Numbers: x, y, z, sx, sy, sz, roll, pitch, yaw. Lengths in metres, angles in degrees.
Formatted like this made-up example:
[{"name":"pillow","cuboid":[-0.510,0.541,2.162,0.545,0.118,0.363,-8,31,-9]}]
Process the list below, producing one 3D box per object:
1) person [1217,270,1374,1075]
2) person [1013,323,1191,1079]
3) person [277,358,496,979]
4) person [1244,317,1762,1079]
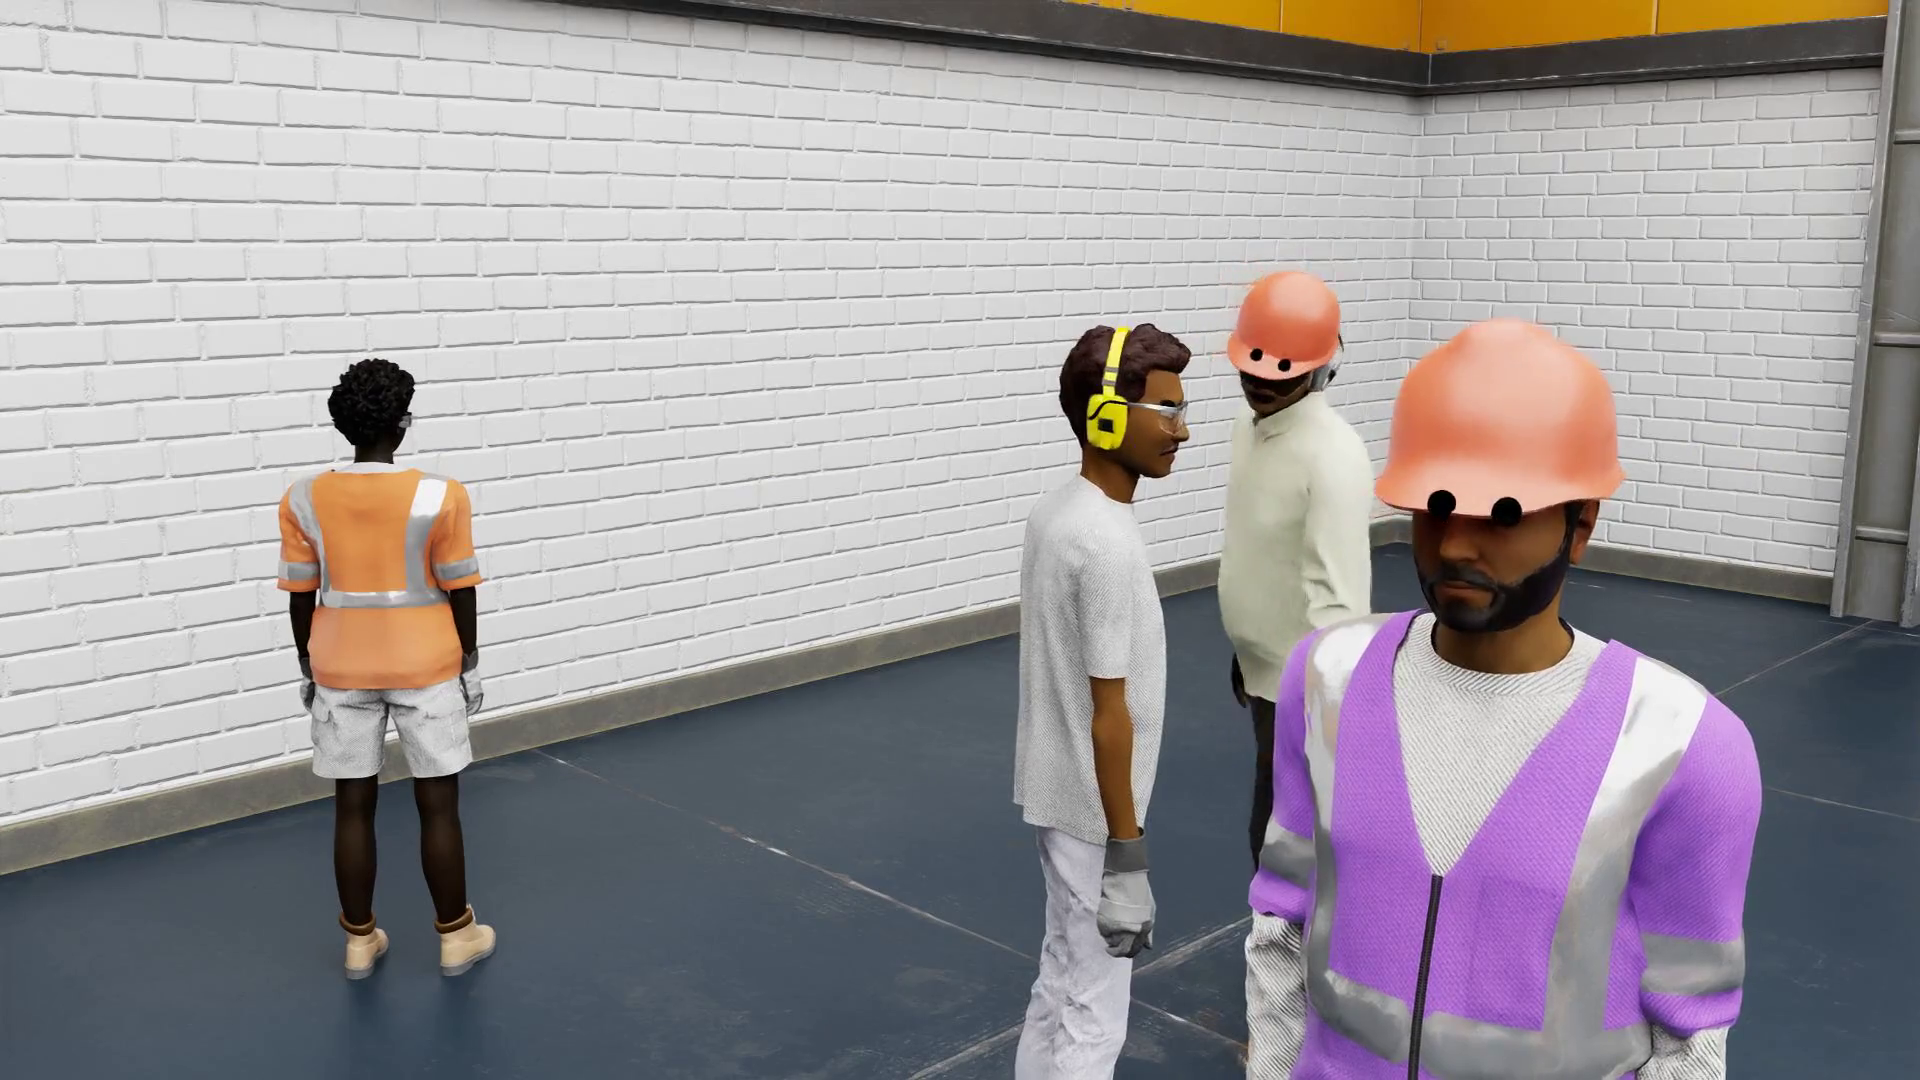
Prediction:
[{"name":"person","cuboid":[0.831,0.326,4.045,0.528,1.944,0.692,-1,10,-8]},{"name":"person","cuboid":[0.259,0.530,3.134,0.313,1.865,0.528,-2,11,-8]},{"name":"person","cuboid":[-1.549,0.361,4.512,0.535,1.697,0.322,0,10,1]},{"name":"person","cuboid":[0.555,0.725,1.871,0.544,1.939,0.353,8,13,36]}]
